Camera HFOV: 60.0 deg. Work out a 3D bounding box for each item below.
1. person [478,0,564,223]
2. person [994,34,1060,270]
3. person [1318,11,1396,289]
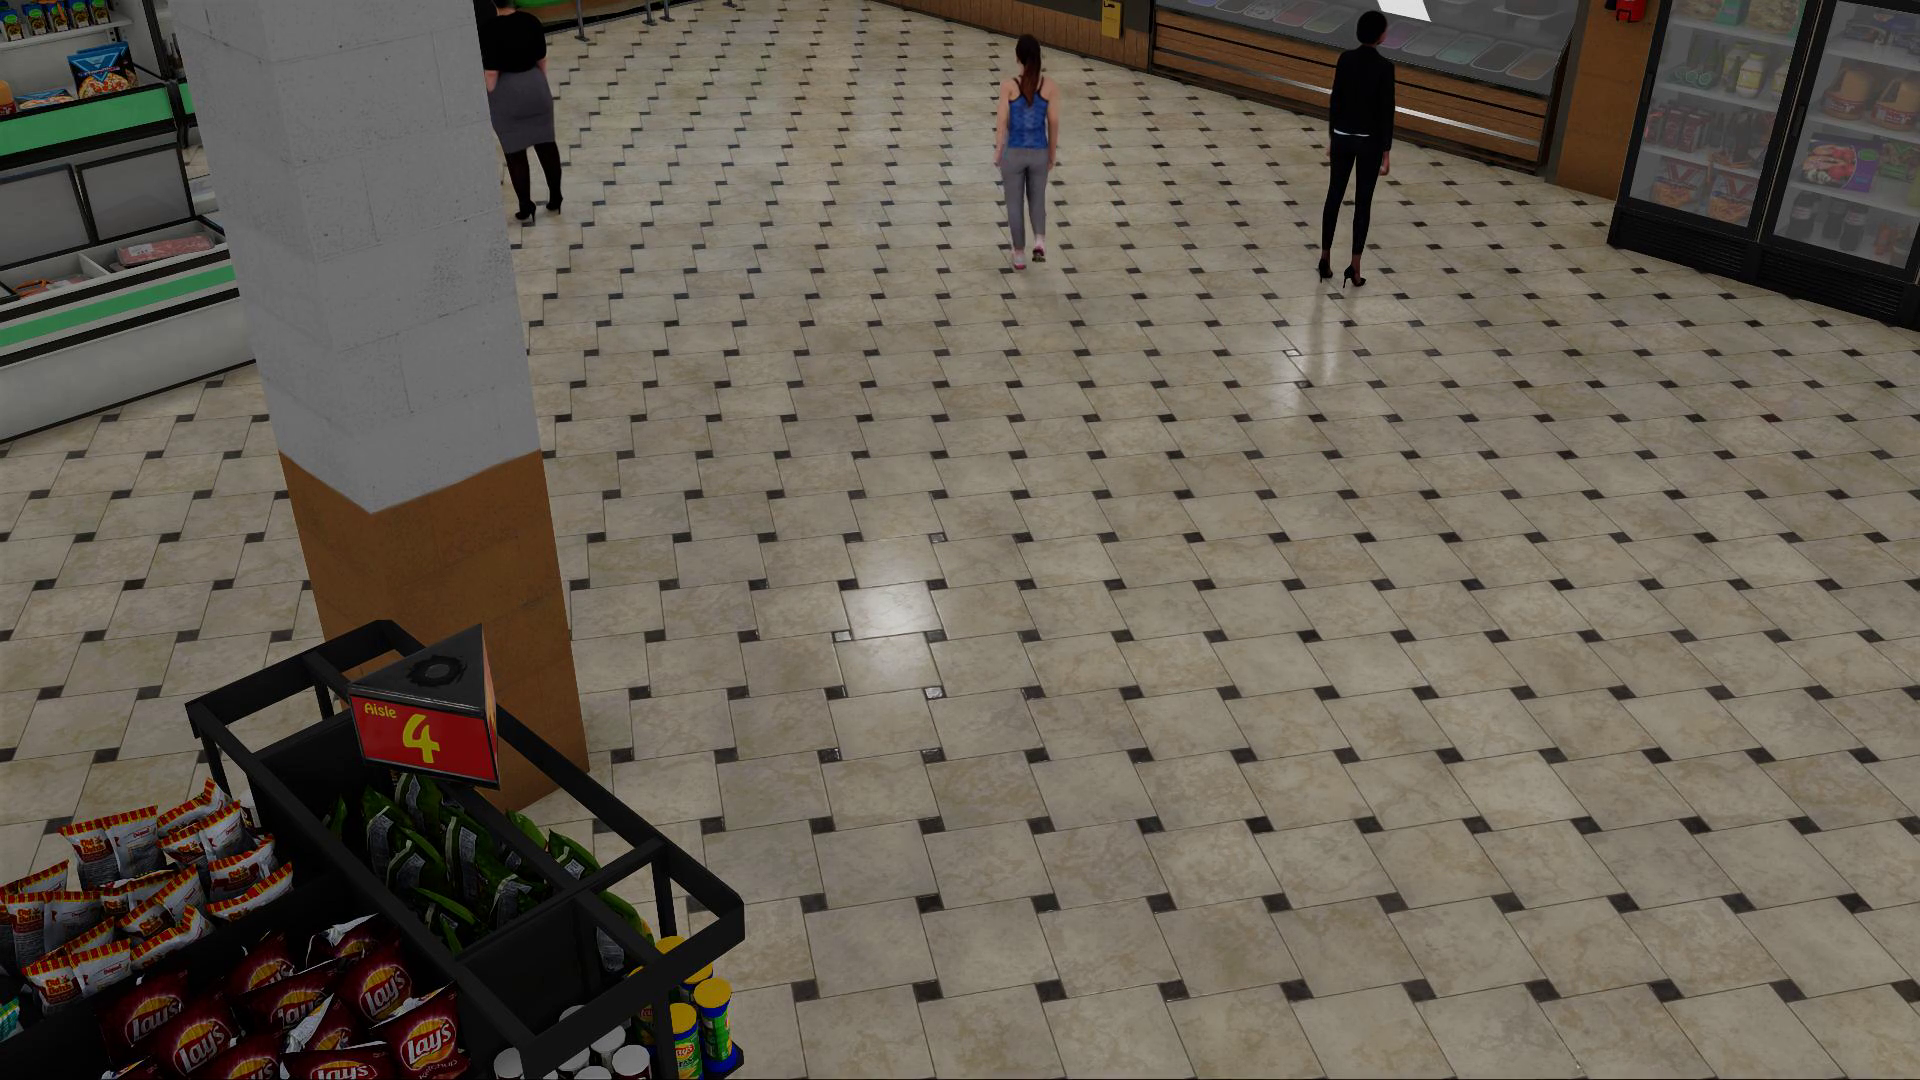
[{"bbox_3d":[-3.179,-3.188,12.049,0.573,1.756,0.734,-24,39,-33],"label":"person"},{"bbox_3d":[0.451,-2.567,11.201,0.774,1.599,0.812,-6,32,-9],"label":"person"},{"bbox_3d":[2.615,-2.567,10.978,0.619,1.834,0.526,25,40,34],"label":"person"}]
